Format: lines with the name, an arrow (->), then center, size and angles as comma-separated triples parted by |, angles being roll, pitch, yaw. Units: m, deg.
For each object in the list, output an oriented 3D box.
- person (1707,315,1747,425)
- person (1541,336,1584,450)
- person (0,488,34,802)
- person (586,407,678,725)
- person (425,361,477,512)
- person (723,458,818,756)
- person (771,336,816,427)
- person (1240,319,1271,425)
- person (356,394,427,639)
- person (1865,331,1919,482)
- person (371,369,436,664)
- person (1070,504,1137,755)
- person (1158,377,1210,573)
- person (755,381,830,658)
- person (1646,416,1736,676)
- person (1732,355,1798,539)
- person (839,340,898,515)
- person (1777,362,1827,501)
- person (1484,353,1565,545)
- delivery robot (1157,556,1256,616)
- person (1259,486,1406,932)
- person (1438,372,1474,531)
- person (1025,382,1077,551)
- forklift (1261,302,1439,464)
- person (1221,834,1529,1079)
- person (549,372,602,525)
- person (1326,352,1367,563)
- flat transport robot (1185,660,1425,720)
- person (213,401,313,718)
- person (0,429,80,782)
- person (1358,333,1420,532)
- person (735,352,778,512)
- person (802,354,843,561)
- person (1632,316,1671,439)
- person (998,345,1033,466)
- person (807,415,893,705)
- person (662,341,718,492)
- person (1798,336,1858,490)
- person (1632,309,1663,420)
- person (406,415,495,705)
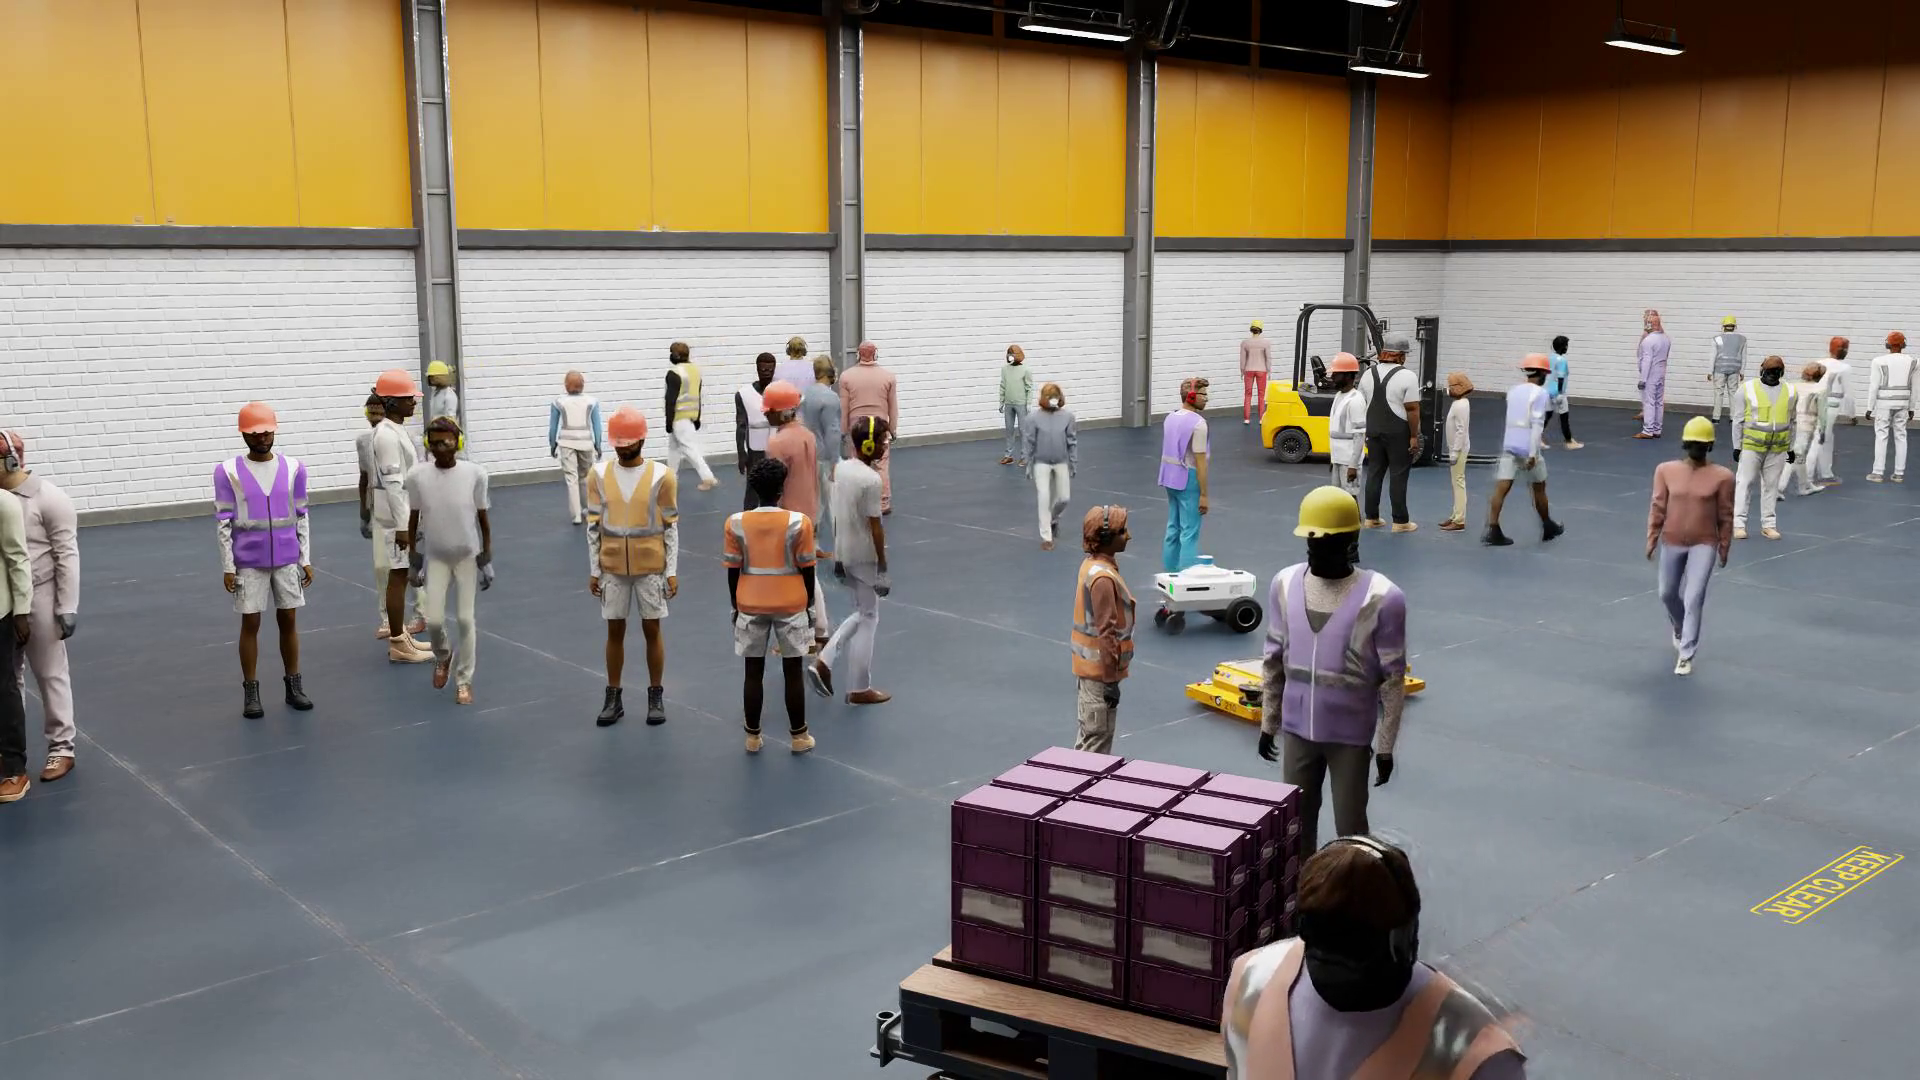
person -> 12.799, -2.831, 27.779 | 0.600, 1.827, 0.403 | 1, 10, 8
person -> 8.688, -2.126, 24.112 | 0.716, 1.665, 0.548 | -1, 10, -6
person -> -5.103, 0.372, 8.539 | 0.625, 1.992, 0.386 | -1, 10, -5
person -> -1.963, 0.162, 9.971 | 0.543, 1.927, 0.384 | 0, 10, 0
person -> -5.565, -1.101, 18.051 | 0.497, 1.692, 0.916 | 9, 13, 43
person -> -1.057, 0.382, 9.364 | 0.530, 1.692, 0.321 | 1, 10, 5
person -> -1.796, -1.287, 18.423 | 0.630, 1.940, 0.372 | -3, 10, -17
person -> 4.938, -2.802, 27.790 | 0.524, 1.769, 0.316 | 3, 10, 20
person -> -4.174, -0.186, 12.277 | 0.528, 1.839, 0.497 | 1, 10, 5
person -> 11.616, -1.656, 20.747 | 0.576, 1.881, 0.354 | 1, 10, 7
person -> -3.867, -0.164, 11.541 | 0.376, 2.044, 0.607 | -3, 10, -17
person -> 0.683, 0.644, 7.986 | 0.309, 1.641, 0.511 | 0, 10, -3
person -> 1.826, -0.400, 13.510 | 0.396, 1.841, 0.565 | -4, 10, -22
person -> -1.181, -0.135, 11.637 | 0.384, 1.966, 0.693 | 4, 10, 20
person -> 5.010, 0.008, 11.394 | 0.531, 1.744, 0.721 | 7, 12, 34
person -> 8.018, -0.920, 16.575 | 0.621, 1.838, 0.429 | 1, 10, 5
person -> -0.999, -1.212, 18.074 | 0.652, 1.906, 0.403 | -1, 10, -8
person -> 9.703, -1.249, 19.208 | 0.886, 1.592, 0.548 | -3, 10, -19
person -> 5.542, -0.892, 16.337 | 1.090, 1.850, 0.541 | -6, 11, -30
delivery robot -> 1.851, 0.361, 12.539 | 0.707, 0.478, 0.477 | -2, 10, -12
person -> 1.453, 0.736, 6.609 | 0.594, 1.924, 0.380 | 8, 13, 39
person -> 5.094, -0.905, 17.075 | 0.286, 1.632, 0.498 | 3, 10, 15
person -> 0.871, -0.725, 16.068 | 0.521, 1.623, 0.537 | -2, 10, -9
forklift -> 5.320, -2.157, 22.763 | 2.313, 2.155, 1.214 | 3, 10, 16
person -> 0.750, 1.400, 3.106 | 0.640, 1.801, 0.956 | 8, 13, 40
person -> -4.084, -0.988, 17.651 | 0.538, 1.586, 0.848 | -3, 10, -17
person -> 3.516, -0.748, 15.261 | 0.375, 1.939, 0.546 | -1, 10, -7
flat transport robot -> 2.202, 0.887, 10.565 | 1.431, 0.197, 0.652 | -6, 11, -30
person -> -4.254, 0.114, 10.218 | 0.545, 1.938, 0.362 | -7, 12, -36
person -> -5.057, 0.354, 8.916 | 0.643, 1.905, 0.400 | 1, 10, 6
person -> 4.461, -1.113, 17.103 | 0.537, 2.000, 0.689 | -8, 13, -39
person -> -1.845, -0.818, 15.739 | 0.591, 1.916, 0.383 | -6, 11, -32
person -> -1.205, -0.736, 15.258 | 0.464, 1.936, 0.639 | -5, 11, -28
person -> 10.659, -2.505, 25.669 | 0.642, 1.901, 0.401 | -8, 12, -38
person -> 0.746, -1.813, 22.391 | 0.507, 1.631, 0.265 | 7, 12, 34
person -> -0.649, 0.144, 10.339 | 0.470, 1.844, 0.531 | -6, 12, -33
person -> -3.305, -1.480, 19.950 | 0.923, 1.804, 0.635 | 3, 10, 18
person -> 10.512, -1.521, 20.026 | 0.854, 1.849, 0.579 | -2, 10, -13
person -> 11.882, -3.027, 28.705 | 0.402, 1.906, 0.662 | 7, 12, 34
person -> -3.207, 0.120, 10.482 | 0.522, 1.844, 0.519 | -2, 10, -14
